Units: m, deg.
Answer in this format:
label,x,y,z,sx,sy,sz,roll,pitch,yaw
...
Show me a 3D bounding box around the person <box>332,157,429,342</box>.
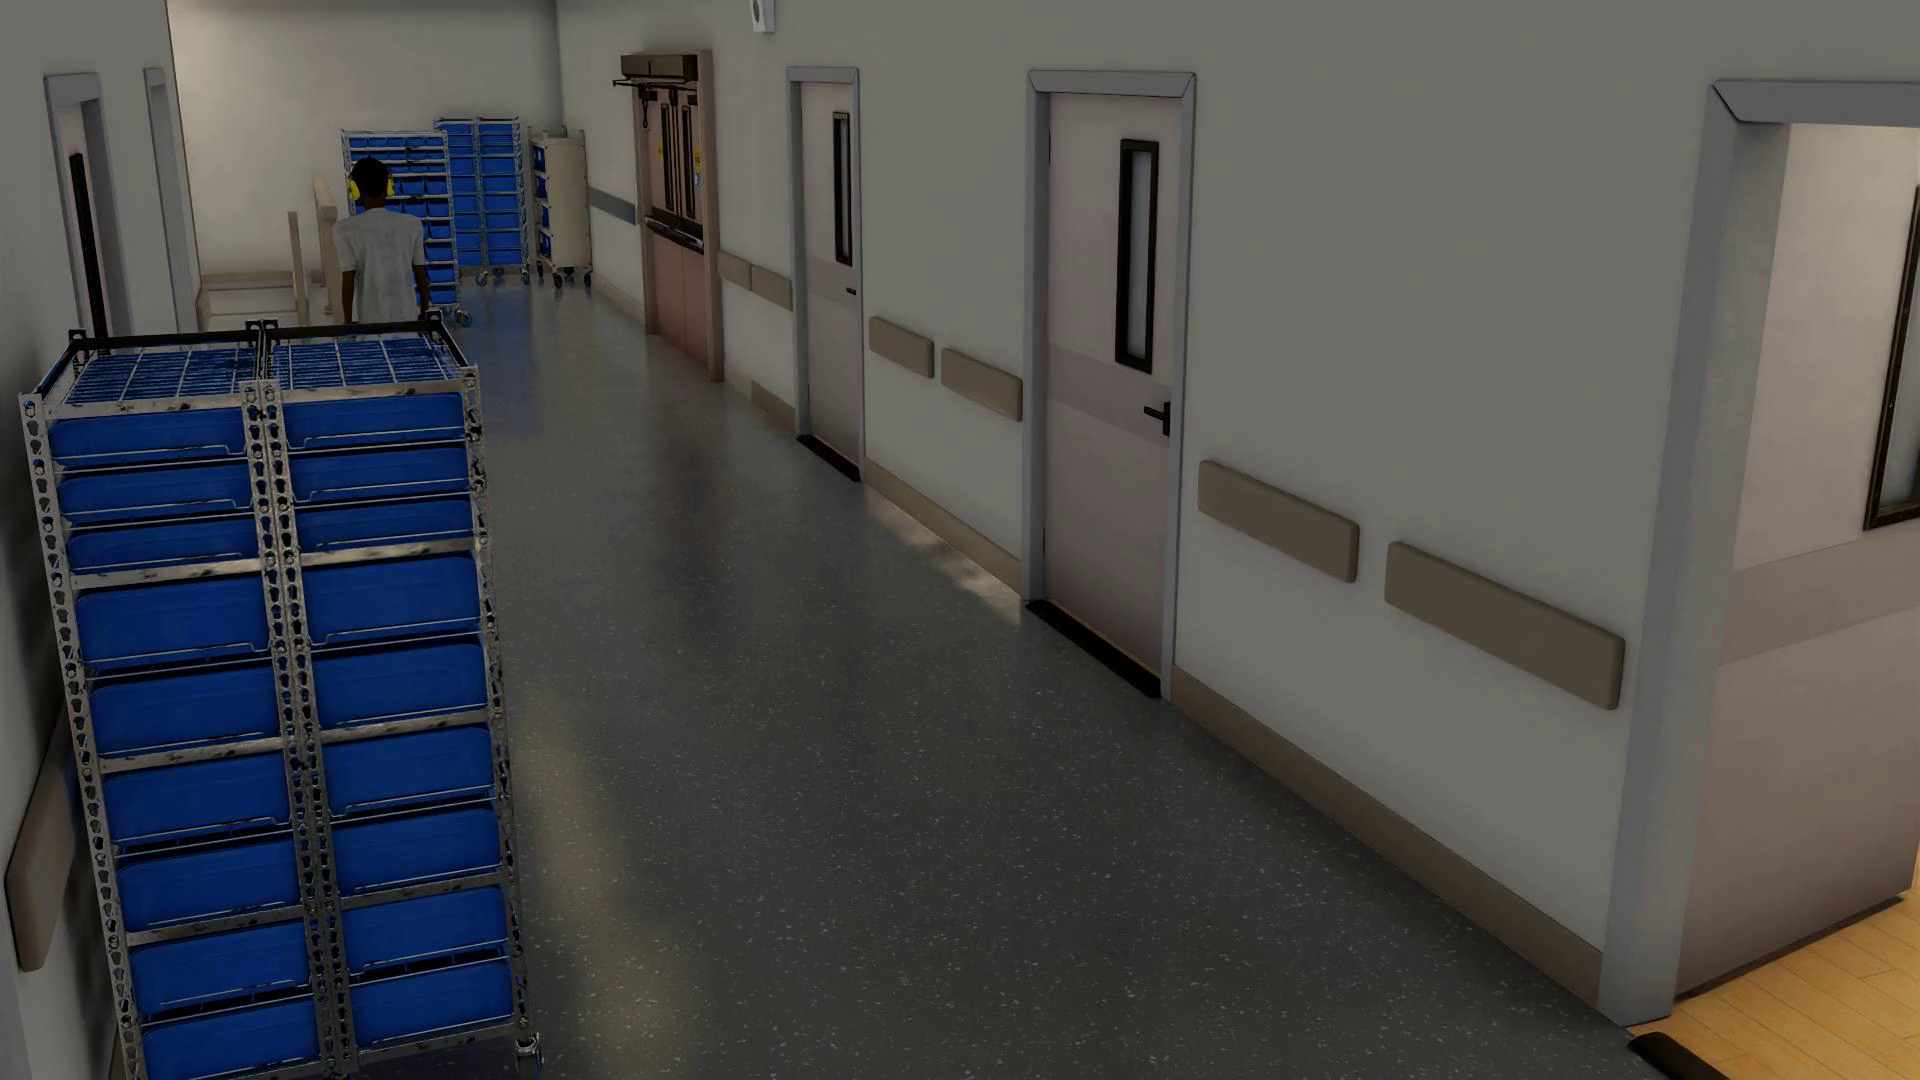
label,x,y,z,sx,sy,sz,roll,pitch,yaw
person,-3.190,-1.174,9.237,0.521,1.865,0.336,-12,20,-35
